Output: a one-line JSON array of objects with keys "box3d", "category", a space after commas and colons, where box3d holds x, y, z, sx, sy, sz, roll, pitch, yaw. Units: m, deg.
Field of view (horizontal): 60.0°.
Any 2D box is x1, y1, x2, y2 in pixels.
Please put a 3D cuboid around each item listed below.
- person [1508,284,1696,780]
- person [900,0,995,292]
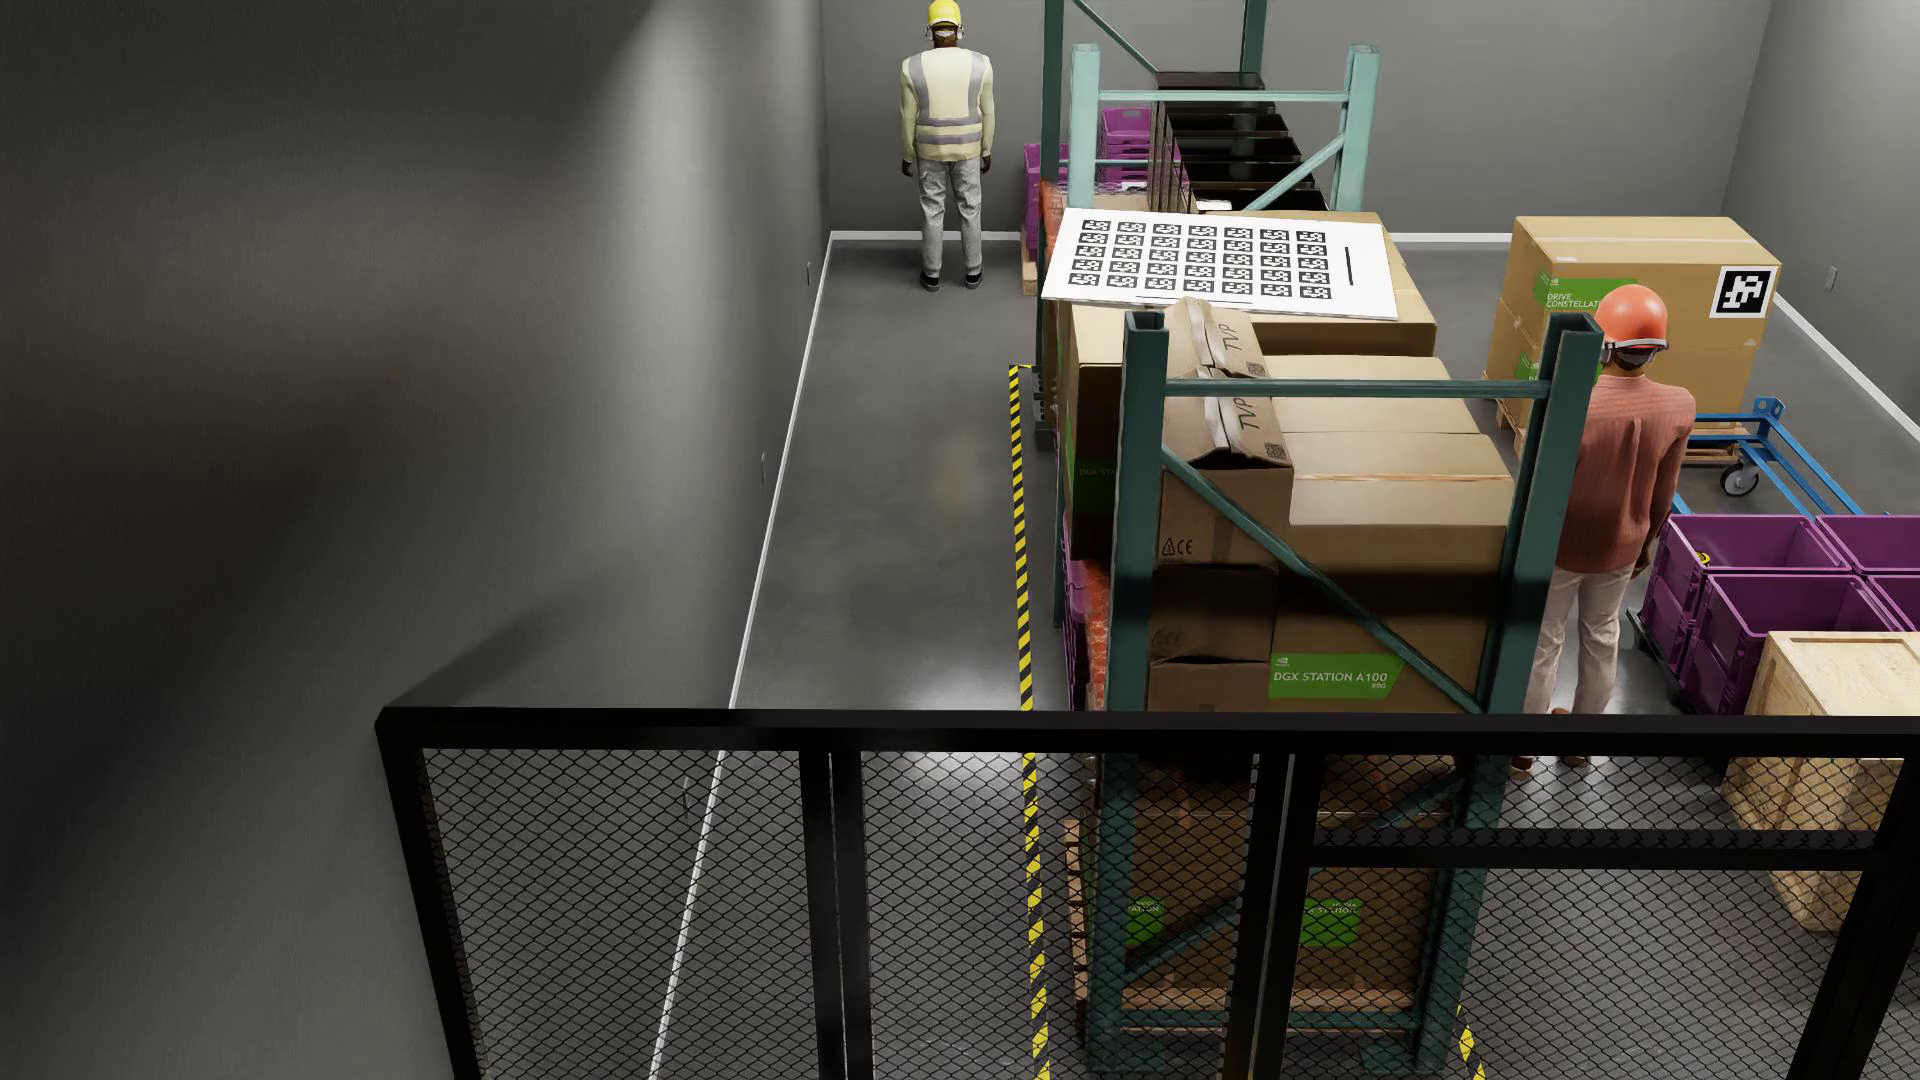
[{"box3d": [2.308, 0.004, 6.154, 0.622, 1.993, 0.382, -8, 32, -12], "category": "person"}, {"box3d": [-0.080, -2.450, 10.397, 0.589, 1.822, 0.404, -2, 31, -4], "category": "person"}]
